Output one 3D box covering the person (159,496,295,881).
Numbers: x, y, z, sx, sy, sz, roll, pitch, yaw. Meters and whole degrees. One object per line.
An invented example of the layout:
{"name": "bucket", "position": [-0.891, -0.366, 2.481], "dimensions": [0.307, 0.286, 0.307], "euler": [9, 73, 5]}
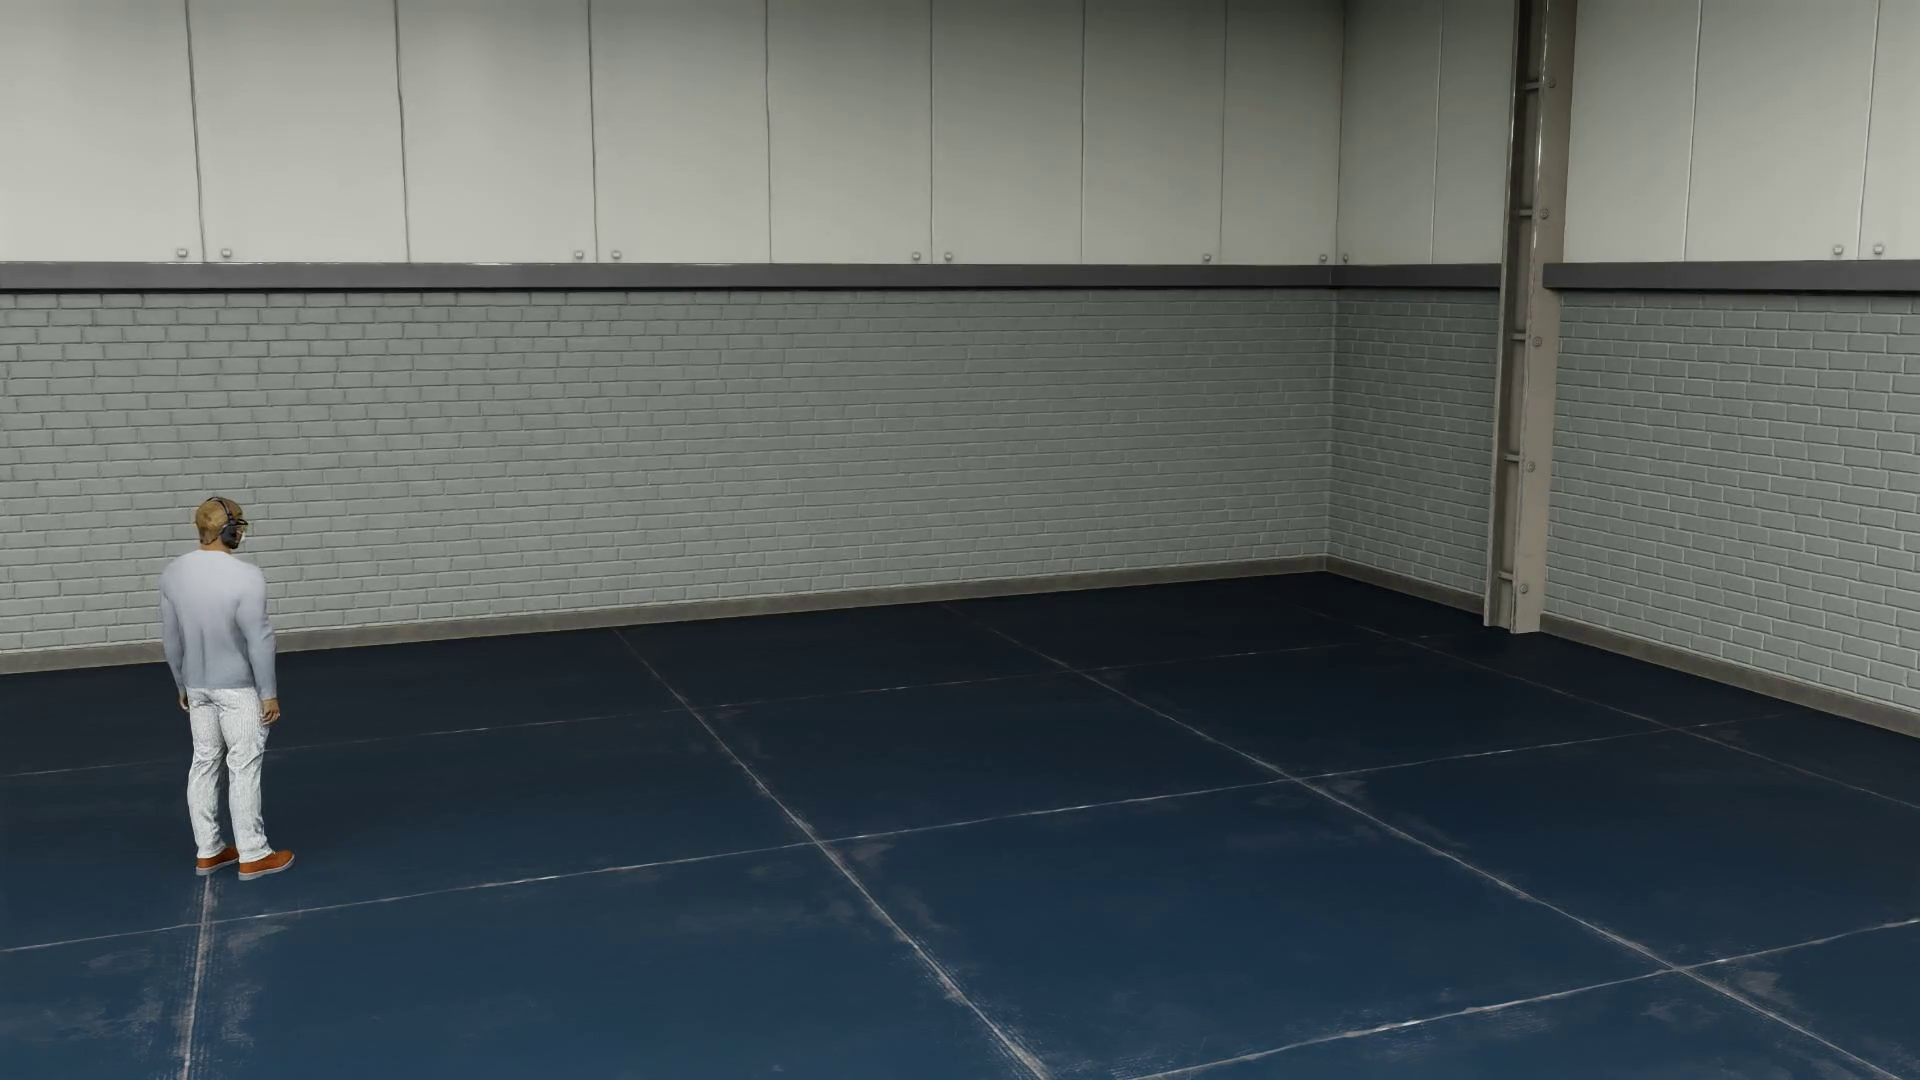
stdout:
{"name": "person", "position": [-3.694, 0.743, 8.368], "dimensions": [0.635, 1.937, 0.353], "euler": [3, 10, 20]}
